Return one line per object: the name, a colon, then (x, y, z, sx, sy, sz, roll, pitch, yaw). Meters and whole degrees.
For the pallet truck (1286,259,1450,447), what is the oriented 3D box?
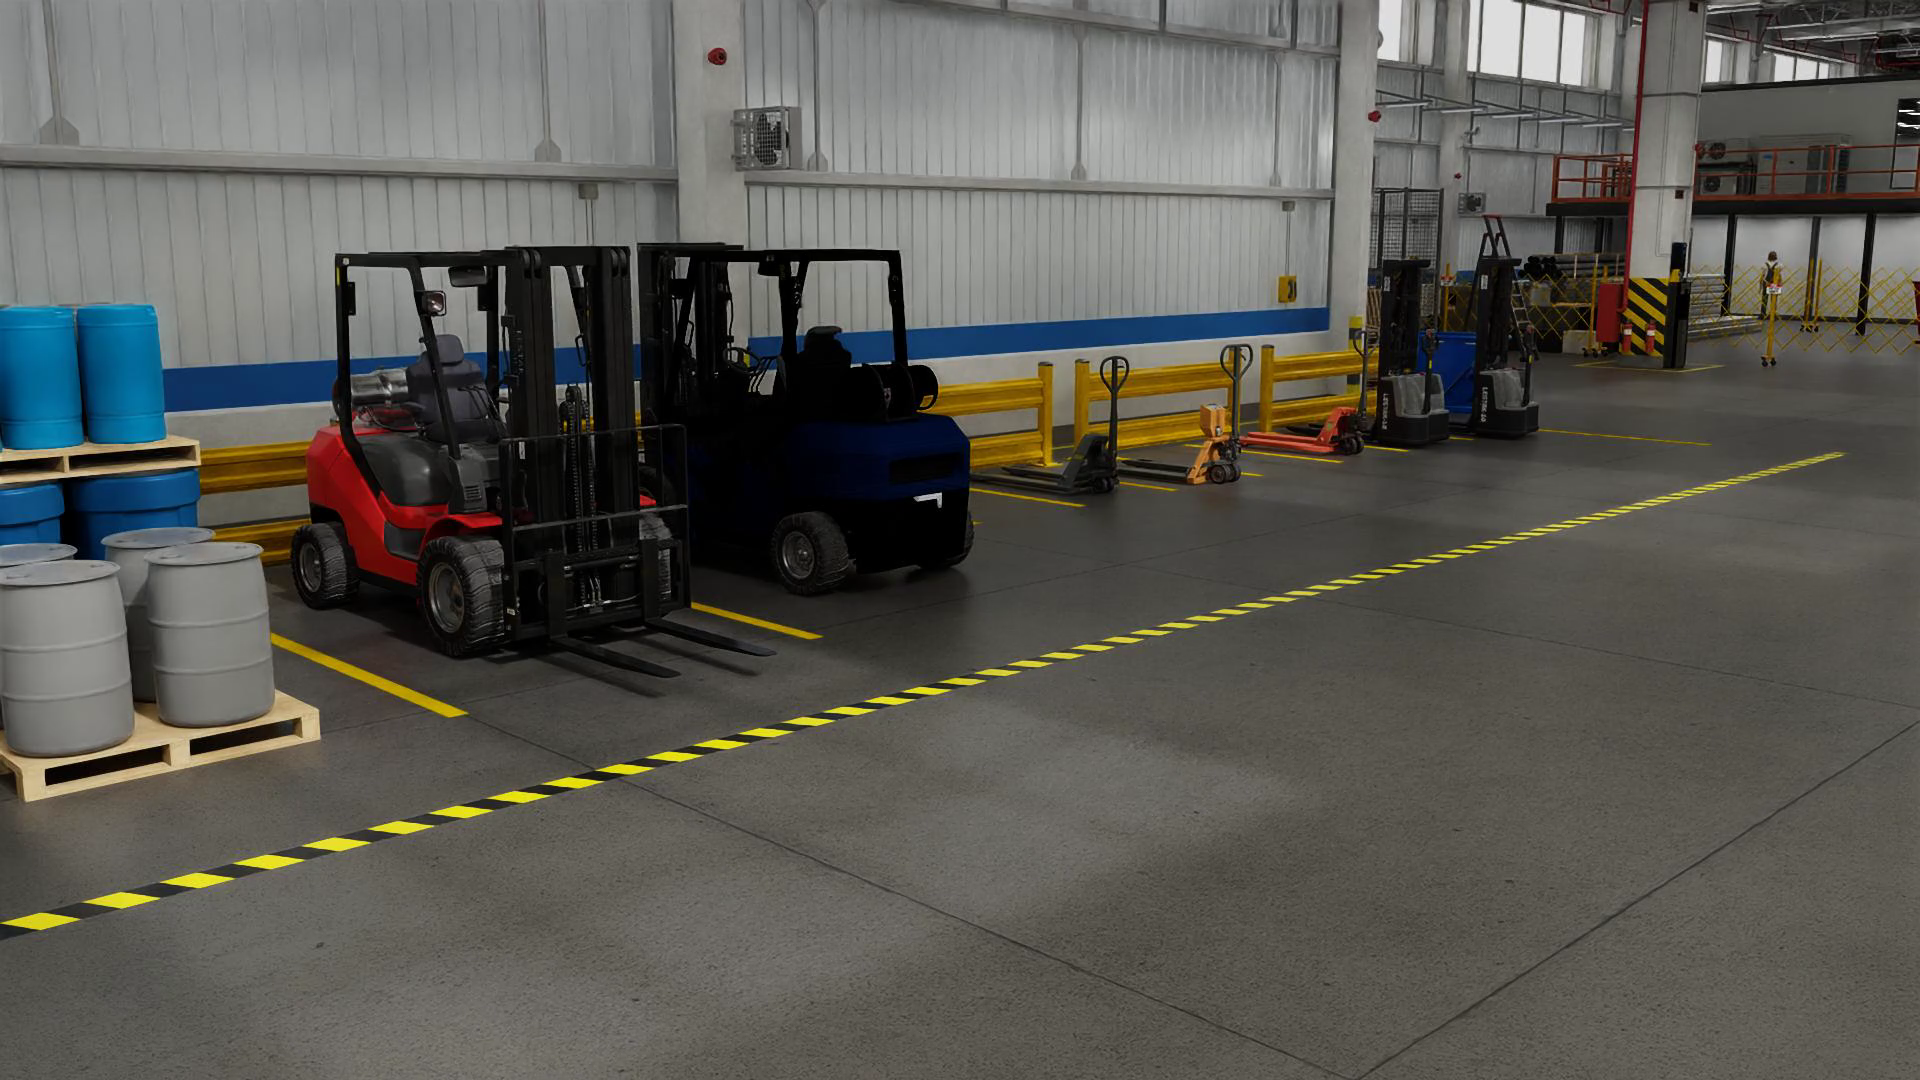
pallet truck: (4.493, -2.078, 18.196, 0.823, 1.965, 1.885, -9, 14, -40)

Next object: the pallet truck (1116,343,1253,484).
pallet truck: (1.962, -1.215, 15.415, 1.522, 1.261, 0.704, 10, 14, 43)

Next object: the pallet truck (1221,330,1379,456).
pallet truck: (3.563, -1.581, 17.381, 0.653, 1.274, 1.630, -10, 14, -44)

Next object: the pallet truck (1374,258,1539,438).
pallet truck: (5.704, -2.208, 18.901, 1.885, 1.965, 0.823, 10, 14, 43)

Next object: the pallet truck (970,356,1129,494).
pallet truck: (0.784, -1.085, 14.876, 0.680, 1.201, 1.601, -10, 14, -44)

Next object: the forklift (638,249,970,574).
forklift: (-1.173, -0.958, 11.239, 2.680, 1.987, 1.157, 10, 14, 43)

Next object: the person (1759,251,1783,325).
person: (20.383, -6.334, 41.832, 0.505, 1.841, 0.346, 6, 12, 28)

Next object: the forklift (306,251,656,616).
forklift: (-2.833, -0.669, 9.694, 1.157, 1.987, 2.680, -10, 14, -44)
